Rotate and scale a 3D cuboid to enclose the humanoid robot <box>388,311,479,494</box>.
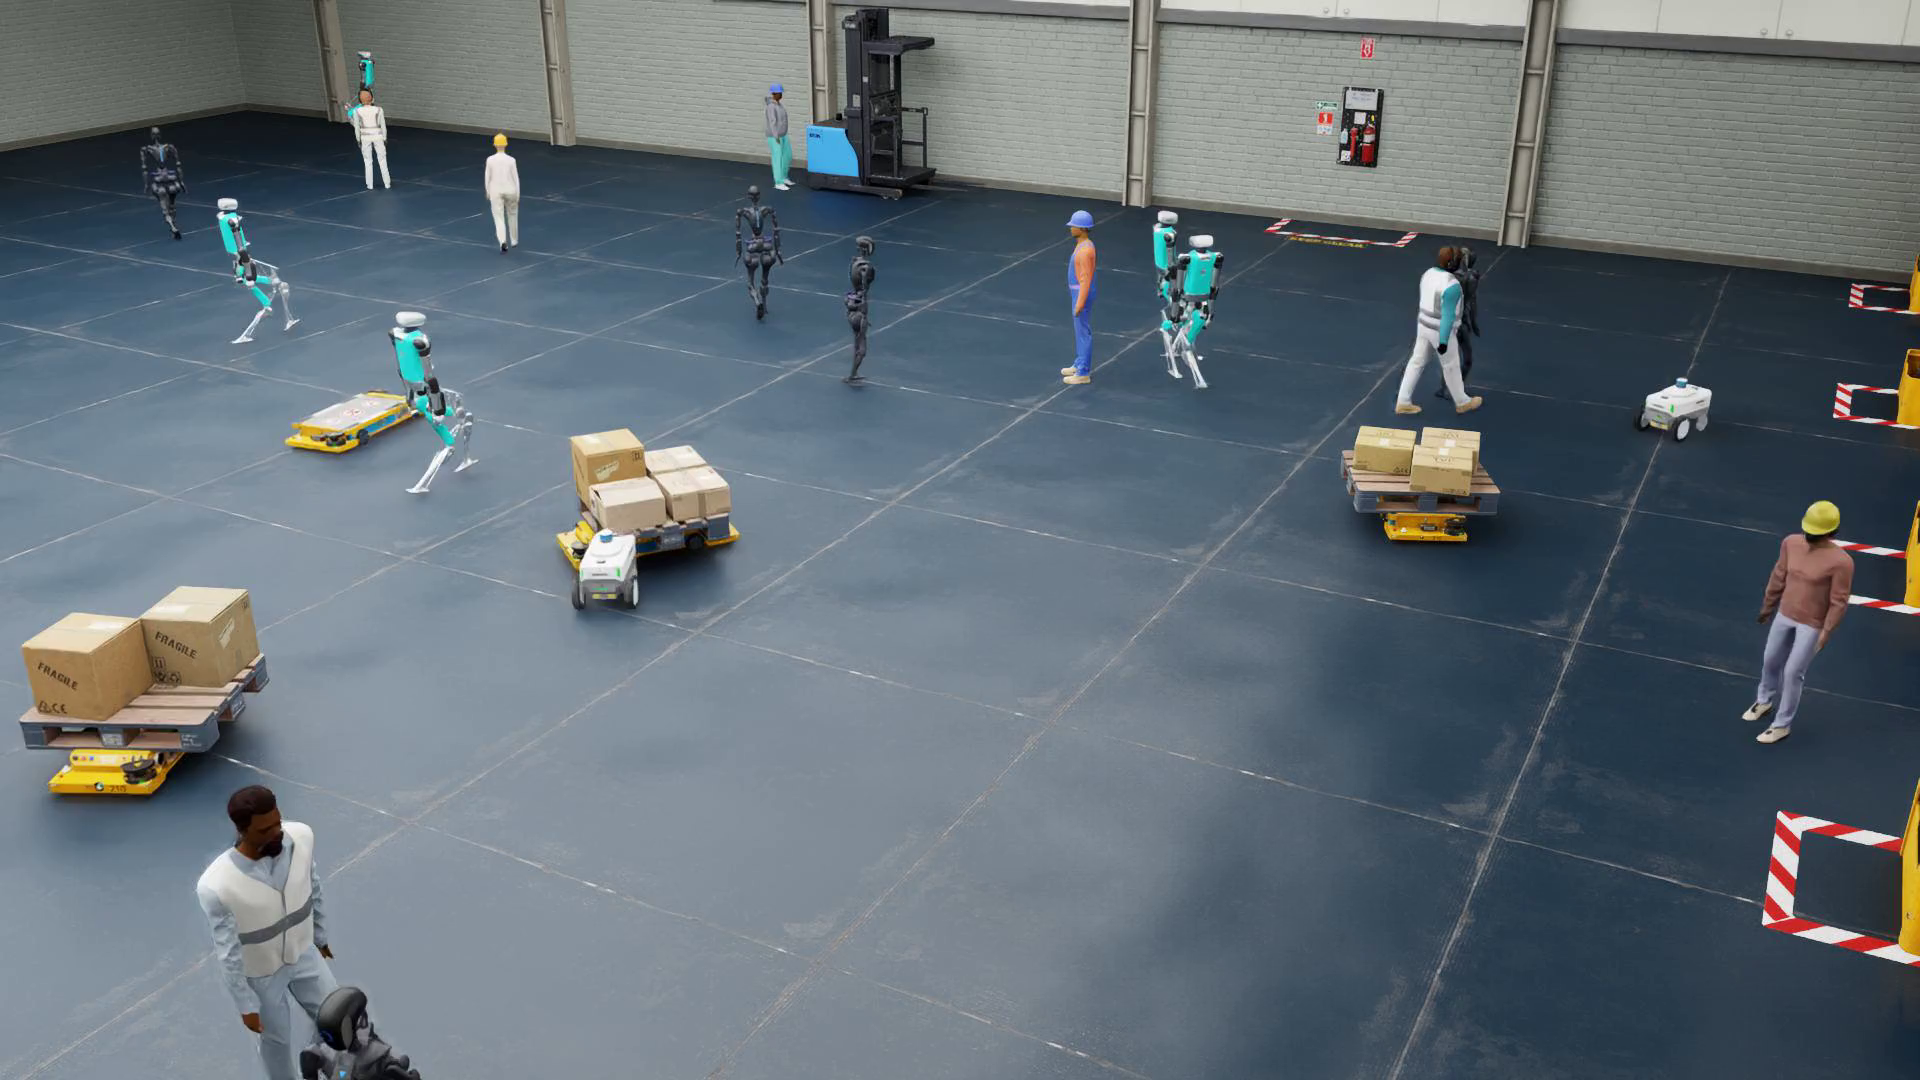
[{"bbox_3d":[-4.784,-1.309,15.407,0.543,1.766,1.022,18,29,36],"label":"humanoid robot"}]

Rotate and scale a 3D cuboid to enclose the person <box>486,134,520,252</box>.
[{"bbox_3d":[-6.610,-5.019,24.070,0.473,1.669,0.784,-6,24,-15],"label":"person"}]

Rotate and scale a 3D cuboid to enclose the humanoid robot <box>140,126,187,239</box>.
[{"bbox_3d":[-11.909,-5.358,24.918,0.608,1.635,0.756,-18,29,-35],"label":"humanoid robot"}]

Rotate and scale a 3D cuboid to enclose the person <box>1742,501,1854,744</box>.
[{"bbox_3d":[5.586,0.542,11.042,0.416,1.741,0.563,-11,25,-23],"label":"person"}]

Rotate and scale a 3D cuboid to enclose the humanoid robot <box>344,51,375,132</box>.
[{"bbox_3d":[-11.631,-8.590,32.138,0.735,1.672,0.533,1,23,3],"label":"humanoid robot"}]

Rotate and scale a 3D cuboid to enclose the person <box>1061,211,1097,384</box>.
[{"bbox_3d":[1.326,-2.673,18.310,0.361,1.909,0.517,0,23,0],"label":"person"}]

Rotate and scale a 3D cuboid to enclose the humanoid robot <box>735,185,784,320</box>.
[{"bbox_3d":[-2.494,-3.596,20.767,0.615,1.630,0.595,-8,24,-17],"label":"humanoid robot"}]

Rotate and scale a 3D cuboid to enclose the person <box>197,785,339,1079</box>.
[{"bbox_3d":[-3.084,1.940,7.576,0.501,1.903,0.594,15,27,31],"label":"person"}]

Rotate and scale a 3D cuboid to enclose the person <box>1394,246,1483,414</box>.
[{"bbox_3d":[5.029,-2.170,17.282,0.950,1.794,0.637,-7,24,-15],"label":"person"}]

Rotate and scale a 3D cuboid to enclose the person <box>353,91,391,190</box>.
[{"bbox_3d":[-9.973,-6.779,28.219,0.510,1.630,0.315,-7,24,-16],"label":"person"}]

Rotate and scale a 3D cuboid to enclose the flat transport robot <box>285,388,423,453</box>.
[{"bbox_3d":[-6.158,-1.227,17.019,0.659,0.231,1.431,8,25,19],"label":"flat transport robot"}]

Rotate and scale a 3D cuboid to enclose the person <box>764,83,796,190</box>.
[{"bbox_3d":[-3.076,-6.833,28.171,0.417,1.775,0.564,9,25,19],"label":"person"}]

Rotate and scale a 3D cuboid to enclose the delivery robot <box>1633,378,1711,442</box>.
[{"bbox_3d":[7.298,-1.353,16.928,0.768,0.576,0.499,-16,28,-32],"label":"delivery robot"}]

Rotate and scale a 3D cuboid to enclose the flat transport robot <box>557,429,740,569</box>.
[{"bbox_3d":[-2.661,-0.044,14.265,1.431,0.231,0.659,-11,26,-24],"label":"flat transport robot"}]

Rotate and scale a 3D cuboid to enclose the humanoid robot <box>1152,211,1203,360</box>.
[{"bbox_3d":[2.562,-2.836,19.031,0.814,1.882,0.541,-5,24,-13],"label":"humanoid robot"}]

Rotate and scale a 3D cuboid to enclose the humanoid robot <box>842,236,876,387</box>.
[{"bbox_3d":[-1.119,-2.516,18.240,0.419,1.639,0.610,-4,24,-9],"label":"humanoid robot"}]

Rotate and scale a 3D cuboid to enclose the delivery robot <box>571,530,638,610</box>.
[{"bbox_3d":[-2.811,0.231,13.284,0.499,0.612,0.796,0,23,-1],"label":"delivery robot"}]

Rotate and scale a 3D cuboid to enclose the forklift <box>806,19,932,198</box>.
[{"bbox_3d":[-1.573,-7.292,27.850,1.873,2.768,1.129,12,26,25],"label":"forklift"}]

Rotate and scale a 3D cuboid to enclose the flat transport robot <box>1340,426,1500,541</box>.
[{"bbox_3d":[4.084,-0.338,14.949,0.659,0.231,1.431,1,23,3],"label":"flat transport robot"}]

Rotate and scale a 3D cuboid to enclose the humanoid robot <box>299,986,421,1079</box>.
[{"bbox_3d":[-2.313,2.482,6.651,0.590,1.642,0.591,4,24,10],"label":"humanoid robot"}]

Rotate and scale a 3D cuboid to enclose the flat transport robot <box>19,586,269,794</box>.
[{"bbox_3d":[-5.442,1.265,11.217,0.659,0.231,1.431,1,23,2],"label":"flat transport robot"}]

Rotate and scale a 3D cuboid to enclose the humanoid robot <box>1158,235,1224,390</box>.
[{"bbox_3d":[2.468,-2.483,18.085,0.551,1.759,0.949,-8,25,-18],"label":"humanoid robot"}]

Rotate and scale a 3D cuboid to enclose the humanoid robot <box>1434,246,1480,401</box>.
[{"bbox_3d":[5.324,-2.313,17.753,0.609,1.647,0.345,-17,29,-35],"label":"humanoid robot"}]

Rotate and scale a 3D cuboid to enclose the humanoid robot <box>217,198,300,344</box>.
[{"bbox_3d":[-8.332,-3.237,19.904,1.018,1.771,0.533,-18,29,-36],"label":"humanoid robot"}]
